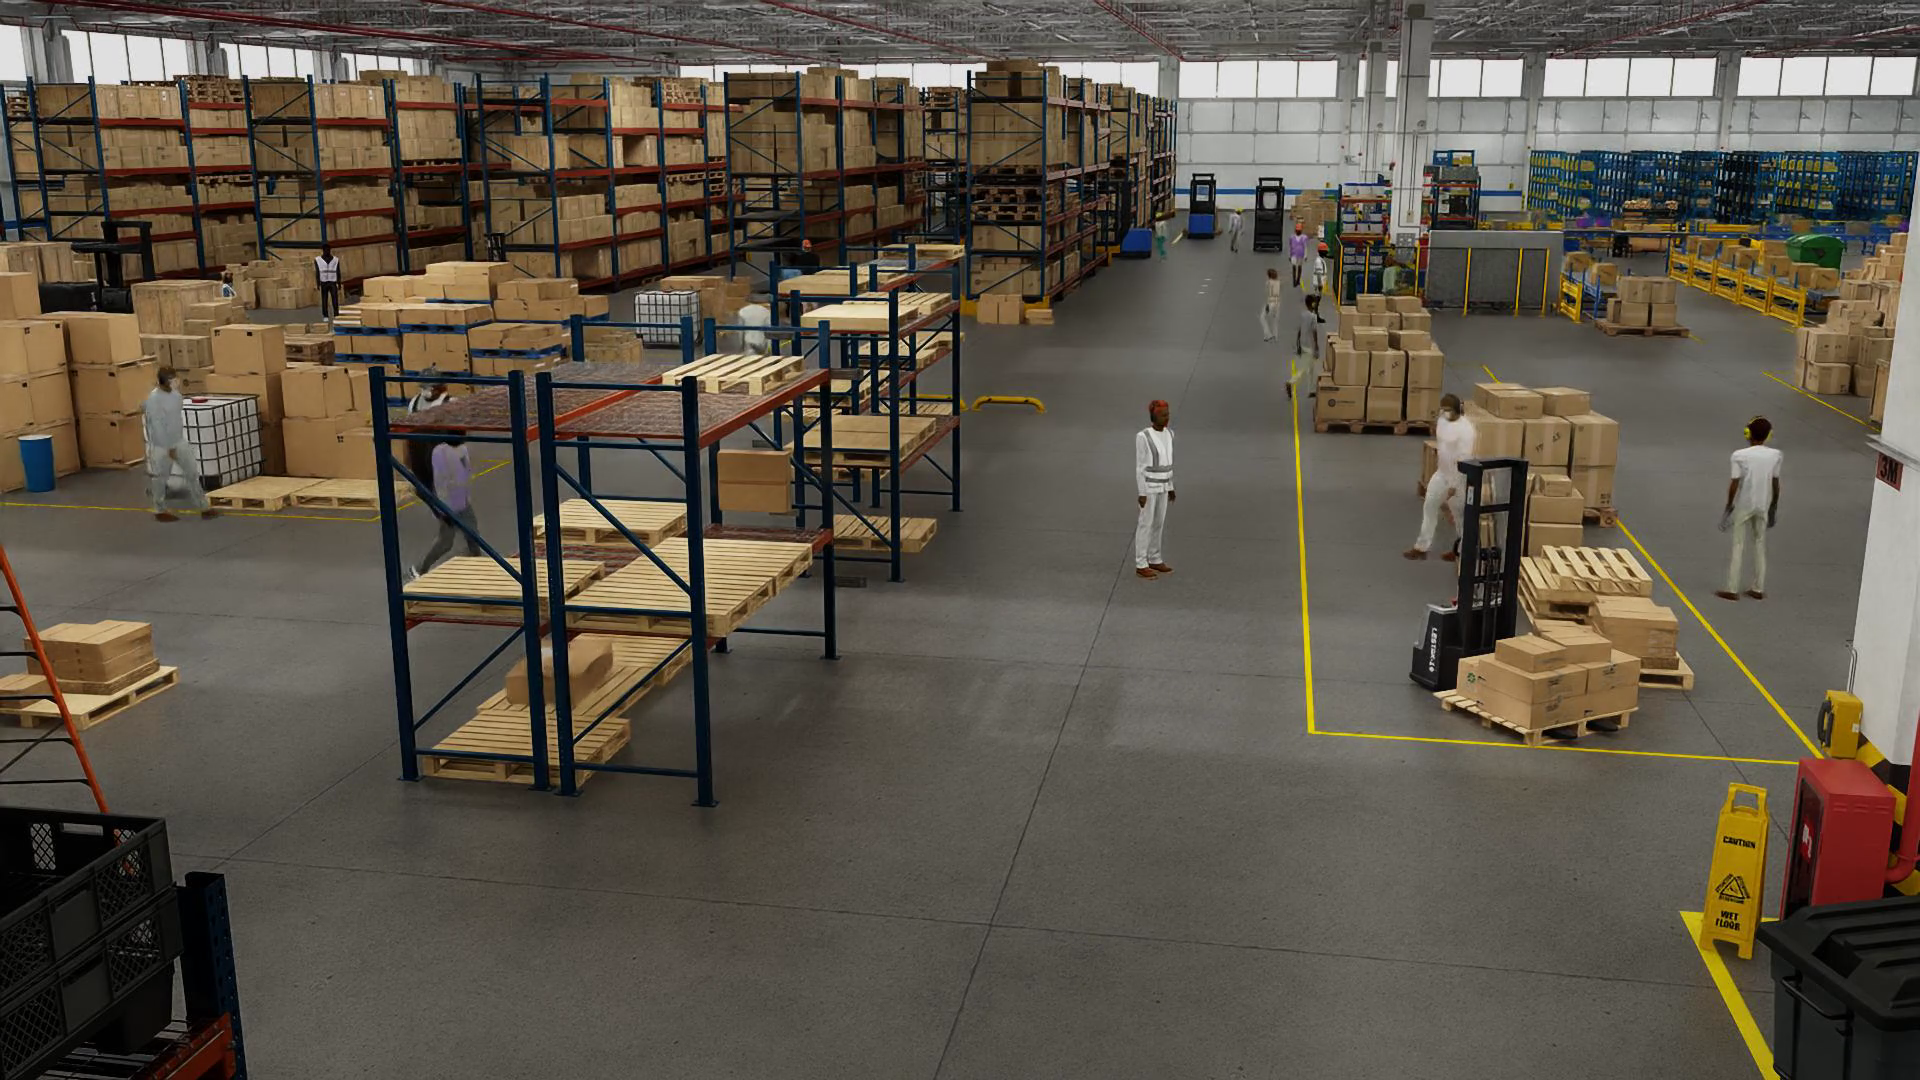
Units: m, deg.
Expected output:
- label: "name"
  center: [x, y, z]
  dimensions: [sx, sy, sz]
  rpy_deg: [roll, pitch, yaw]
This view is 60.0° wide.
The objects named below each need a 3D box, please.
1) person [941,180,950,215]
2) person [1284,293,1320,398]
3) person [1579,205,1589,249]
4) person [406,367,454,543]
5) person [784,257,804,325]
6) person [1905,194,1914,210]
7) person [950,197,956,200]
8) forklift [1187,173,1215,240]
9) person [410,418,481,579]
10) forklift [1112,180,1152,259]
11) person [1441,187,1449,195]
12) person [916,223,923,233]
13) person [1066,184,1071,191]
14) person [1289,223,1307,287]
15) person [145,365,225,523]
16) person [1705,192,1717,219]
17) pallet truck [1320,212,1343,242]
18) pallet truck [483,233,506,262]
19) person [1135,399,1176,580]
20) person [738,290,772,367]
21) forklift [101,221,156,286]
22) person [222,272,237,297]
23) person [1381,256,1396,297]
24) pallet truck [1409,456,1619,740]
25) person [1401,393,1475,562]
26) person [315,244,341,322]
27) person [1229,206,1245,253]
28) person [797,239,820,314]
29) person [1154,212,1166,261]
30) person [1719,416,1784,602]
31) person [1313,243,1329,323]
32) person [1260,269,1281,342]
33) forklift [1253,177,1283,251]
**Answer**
- label: "person"
  center: [-0.763, -19.174, 92.885]
  dimensions: [0.612, 1.990, 0.392]
  rpy_deg: [2, 14, 8]
- label: "person"
  center: [6.038, -3.371, 29.009]
  dimensions: [0.782, 1.848, 0.524]
  rpy_deg: [-4, 15, -17]
- label: "person"
  center: [24.776, -12.393, 65.852]
  dimensions: [0.601, 1.737, 0.548]
  rpy_deg: [1, 14, 6]
- label: "person"
  center: [-5.972, -1.003, 19.005]
  dimensions: [0.697, 2.000, 0.661]
  rpy_deg: [5, 15, 21]
- label: "person"
  center: [-3.970, -5.974, 39.975]
  dimensions: [0.543, 1.653, 0.835]
  rpy_deg: [-7, 16, -28]
- label: "person"
  center: [45.172, -15.694, 79.051]
  dimensions: [0.375, 1.843, 0.575]
  rpy_deg: [3, 14, 12]
- label: "person"
  center: [-0.308, -18.643, 90.909]
  dimensions: [0.548, 1.891, 0.948]
  rpy_deg: [0, 14, -1]
- label: "forklift"
  center: [10.408, -14.356, 71.489]
  dimensions: [1.129, 2.768, 1.873]
  rpy_deg: [2, 14, 10]
- label: "person"
  center: [-5.167, -0.387, 16.809]
  dimensions: [0.843, 1.899, 0.591]
  rpy_deg: [4, 14, 17]
- label: "forklift"
  center: [6.082, -11.722, 60.796]
  dimensions: [1.873, 2.768, 1.129]
  rpy_deg: [2, 14, 9]
- label: "person"
  center: [23.946, -16.634, 82.729]
  dimensions: [0.639, 1.905, 0.937]
  rpy_deg: [-7, 16, -27]
- label: "person"
  center: [-1.549, -11.014, 60.177]
  dimensions: [0.676, 1.800, 0.620]
  rpy_deg: [8, 16, 29]
- label: "person"
  center: [5.703, -18.059, 88.711]
  dimensions: [0.604, 1.816, 0.499]
  rpy_deg: [1, 14, 5]
- label: "person"
  center: [10.178, -8.595, 50.115]
  dimensions: [0.553, 1.911, 0.894]
  rpy_deg: [3, 14, 13]
- label: "person"
  center: [-9.276, -1.123, 19.778]
  dimensions: [0.953, 1.895, 0.634]
  rpy_deg: [3, 14, 12]
- label: "person"
  center: [36.341, -16.008, 80.478]
  dimensions: [0.952, 1.782, 0.601]
  rpy_deg: [1, 14, 5]
- label: "pallet truck"
  center: [15.874, -13.227, 70.310]
  dimensions: [0.680, 1.201, 1.601]
  rpy_deg: [10, 17, 35]
- label: "pallet truck"
  center: [-11.832, -7.026, 43.548]
  dimensions: [1.885, 1.965, 0.823]
  rpy_deg: [8, 16, 28]
- label: "person"
  center: [2.053, -0.534, 17.427]
  dimensions: [0.355, 1.883, 0.574]
  rpy_deg: [12, 18, 41]
- label: "person"
  center: [-3.586, -3.446, 29.244]
  dimensions: [0.641, 1.894, 1.017]
  rpy_deg: [0, 14, 1]
- label: "forklift"
  center: [-16.772, -5.071, 33.793]
  dimensions: [1.129, 2.768, 1.873]
  rpy_deg: [3, 14, 10]
- label: "person"
  center: [-15.726, -4.948, 35.846]
  dimensions: [0.308, 1.641, 0.517]
  rpy_deg: [-3, 14, -14]
- label: "person"
  center: [10.607, -6.197, 40.992]
  dimensions: [0.509, 1.604, 0.775]
  rpy_deg: [-13, 19, -42]
- label: "pallet truck"
  center: [4.504, 0.400, 13.395]
  dimensions: [0.823, 1.965, 1.885]
  rpy_deg: [-6, 15, -23]
- label: "person"
  center: [5.194, -0.656, 17.910]
  dimensions: [0.870, 1.885, 0.703]
  rpy_deg: [-4, 14, -15]
- label: "person"
  center: [-15.518, -6.325, 40.889]
  dimensions: [0.587, 1.911, 0.397]
  rpy_deg: [-8, 16, -29]
- label: "person"
  center: [10.666, -12.011, 64.218]
  dimensions: [0.597, 1.796, 0.811]
  rpy_deg: [0, 14, -2]
- label: "person"
  center: [-3.745, -6.399, 41.001]
  dimensions: [0.612, 1.997, 0.375]
  rpy_deg: [-4, 14, -17]
- label: "person"
  center: [7.210, -10.903, 59.789]
  dimensions: [0.402, 1.740, 0.621]
  rpy_deg: [-8, 16, -30]
- label: "person"
  center: [7.857, -0.301, 16.510]
  dimensions: [0.531, 1.869, 0.316]
  rpy_deg: [1, 14, 2]
- label: "person"
  center: [8.816, -6.287, 40.668]
  dimensions: [0.360, 1.939, 0.543]
  rpy_deg: [3, 14, 12]
- label: "person"
  center: [6.906, -5.189, 36.861]
  dimensions: [0.532, 1.627, 0.395]
  rpy_deg: [-11, 18, -38]
- label: "forklift"
  center: [12.083, -12.747, 64.956]
  dimensions: [1.129, 2.768, 1.873]
  rpy_deg: [3, 14, 10]
